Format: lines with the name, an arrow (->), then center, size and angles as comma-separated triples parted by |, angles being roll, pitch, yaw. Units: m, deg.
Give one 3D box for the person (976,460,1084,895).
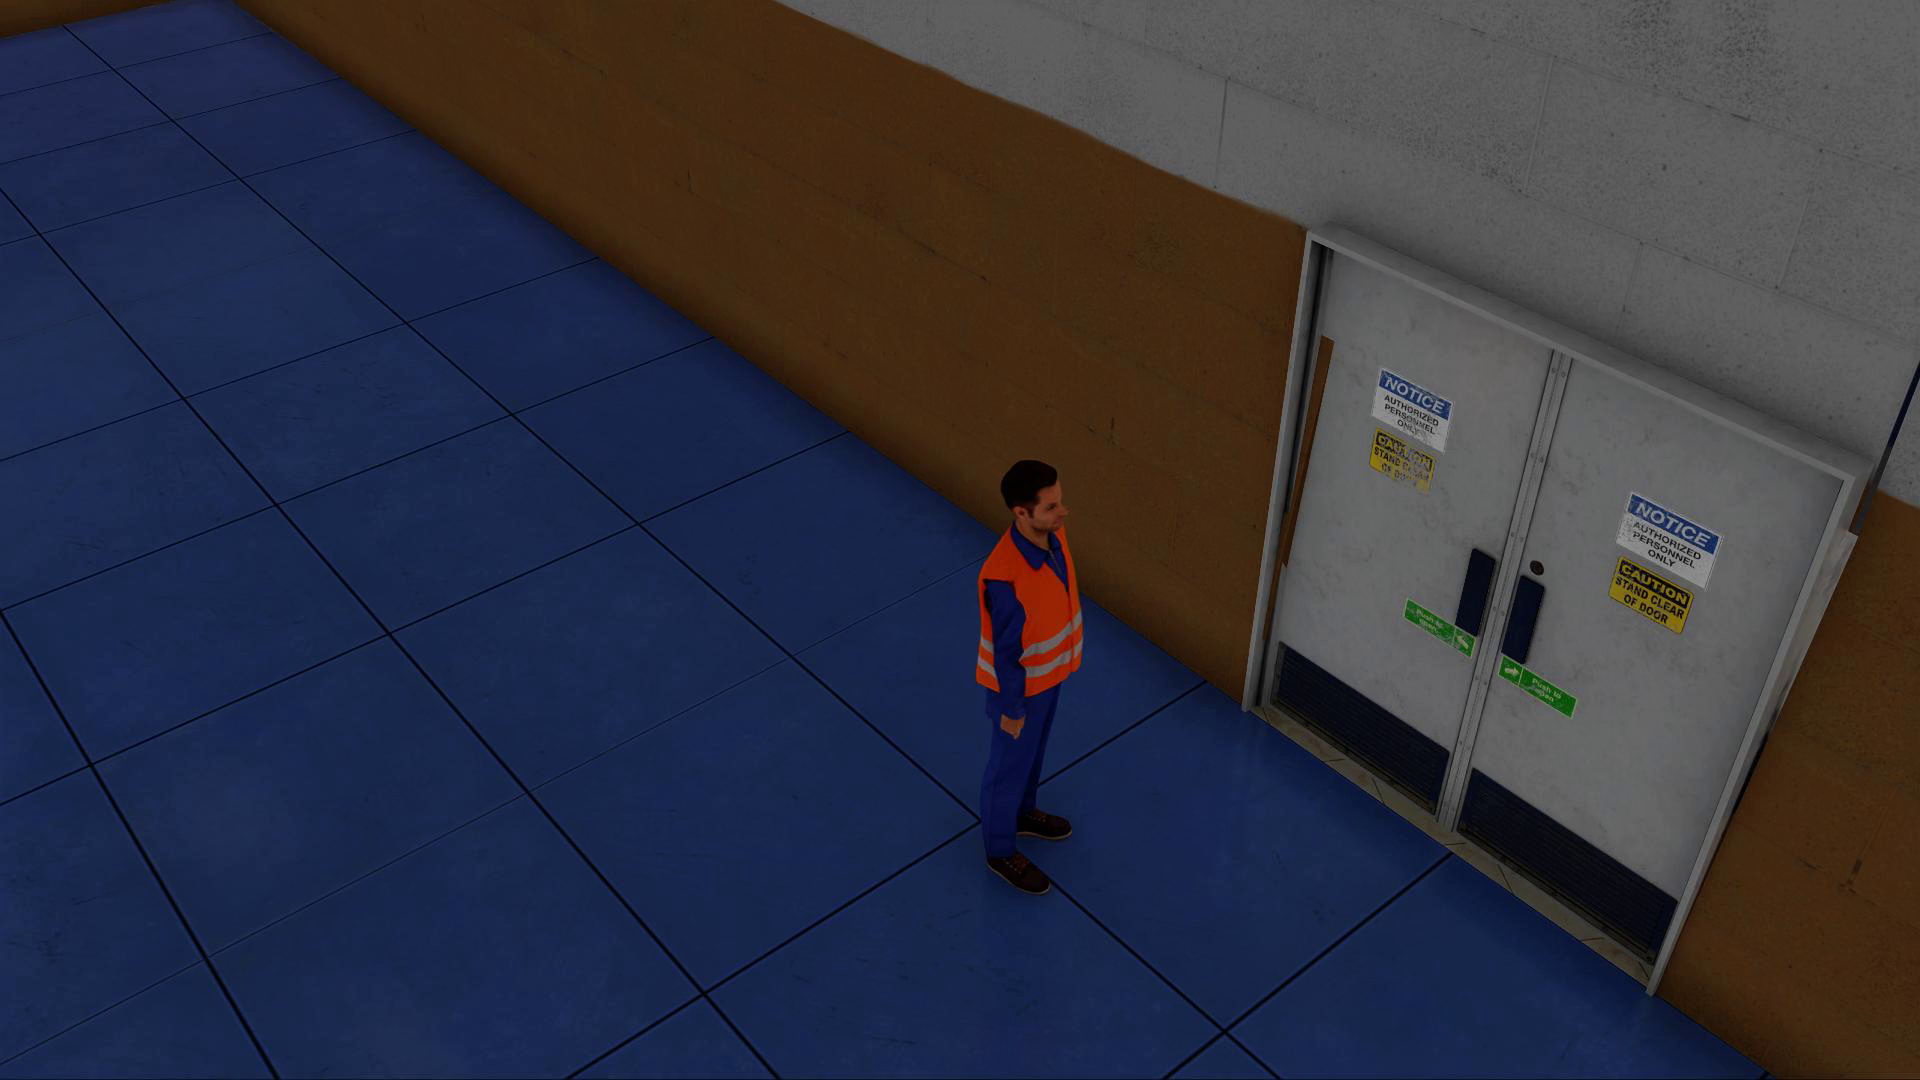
person -> 0.242, 0.486, 6.073 | 0.838, 1.864, 0.718 | 13, 39, 17
